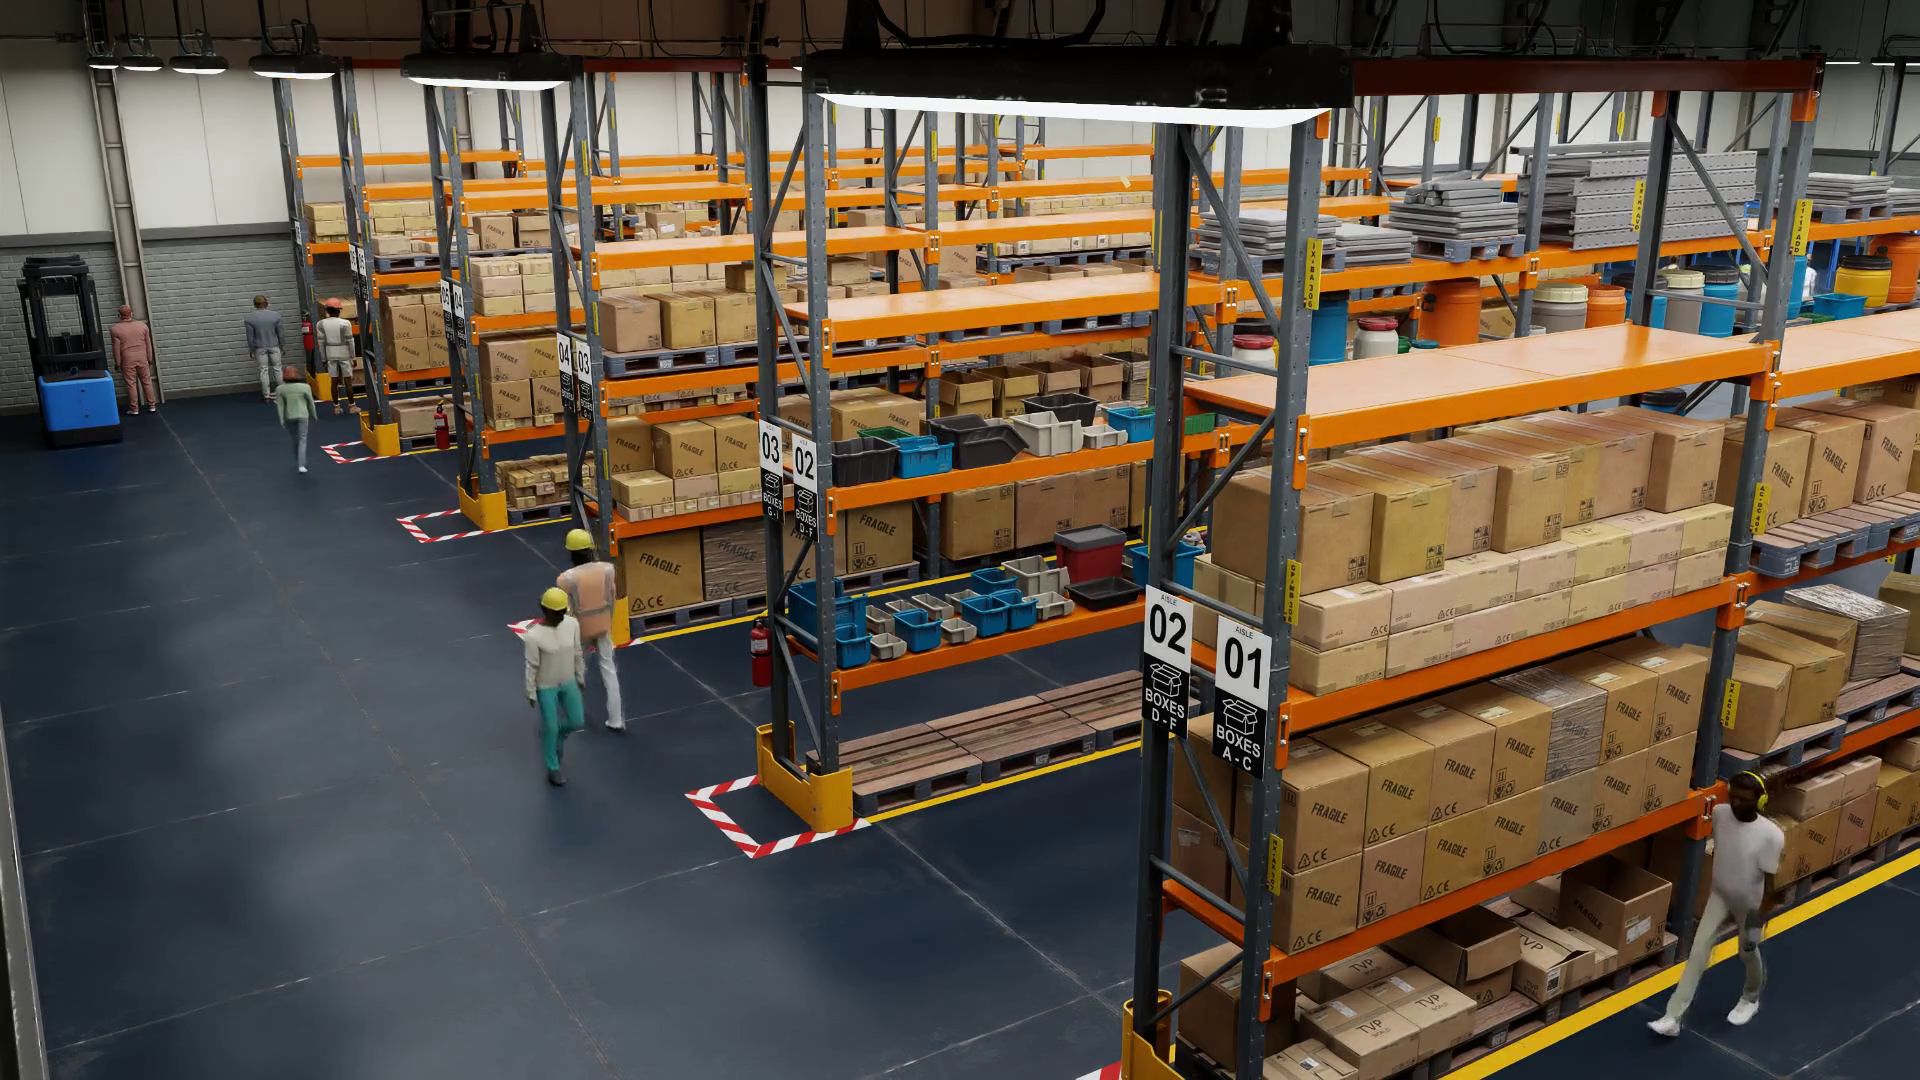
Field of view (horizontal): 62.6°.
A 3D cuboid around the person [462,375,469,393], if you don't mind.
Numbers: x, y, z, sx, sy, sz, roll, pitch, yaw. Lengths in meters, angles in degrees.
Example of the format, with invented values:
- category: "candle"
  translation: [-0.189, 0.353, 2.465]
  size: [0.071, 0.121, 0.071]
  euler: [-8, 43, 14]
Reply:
- category: "person"
  translation: [-8.666, -3.268, 27.908]
  size: [0.548, 1.907, 0.843]
  euler: [8, 19, 26]

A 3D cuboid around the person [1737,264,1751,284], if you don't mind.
- category: "person"
  translation: [16.709, -4.960, 33.610]
  size: [0.742, 1.802, 0.614]
  euler: [-5, 18, -16]

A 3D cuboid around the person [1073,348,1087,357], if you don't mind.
- category: "person"
  translation: [1.811, -1.949, 23.646]
  size: [0.594, 1.862, 0.597]
  euler: [-11, 20, -32]

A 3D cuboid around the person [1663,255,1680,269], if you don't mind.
- category: "person"
  translation: [15.972, -5.525, 35.411]
  size: [0.551, 1.834, 0.432]
  euler: [15, 23, 41]

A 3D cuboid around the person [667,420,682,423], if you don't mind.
- category: "person"
  translation: [-4.306, -2.073, 23.952]
  size: [0.635, 1.915, 0.563]
  euler: [-12, 21, -34]

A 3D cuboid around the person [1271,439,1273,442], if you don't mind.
- category: "person"
  translation: [4.678, -2.036, 24.023]
  size: [0.985, 1.815, 0.507]
  euler: [-9, 19, -26]

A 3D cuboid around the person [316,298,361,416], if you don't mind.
- category: "person"
  translation: [-10.782, -3.180, 27.396]
  size: [0.605, 2.034, 0.392]
  euler: [-1, 17, -2]

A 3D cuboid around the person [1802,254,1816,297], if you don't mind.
- category: "person"
  translation: [18.654, -5.417, 34.948]
  size: [0.542, 1.905, 0.727]
  euler: [-3, 17, -10]

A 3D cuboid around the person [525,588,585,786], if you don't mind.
- category: "person"
  translation: [-3.439, 1.223, 13.427]
  size: [0.551, 1.742, 0.411]
  euler: [-16, 23, -42]

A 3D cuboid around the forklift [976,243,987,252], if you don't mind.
- category: "forklift"
  translation: [0.988, -5.474, 34.718]
  size: [1.214, 2.155, 2.313]
  euler: [-10, 20, -31]

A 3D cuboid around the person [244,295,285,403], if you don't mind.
- category: "person"
  translation: [-12.491, -3.446, 28.441]
  size: [0.627, 1.934, 0.370]
  euler: [-8, 19, -26]

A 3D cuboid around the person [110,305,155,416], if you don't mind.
- category: "person"
  translation: [-14.389, -3.132, 27.451]
  size: [0.407, 1.910, 0.640]
  euler: [16, 23, 42]

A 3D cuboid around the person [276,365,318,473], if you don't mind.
- category: "person"
  translation: [-9.968, -1.834, 23.742]
  size: [0.502, 1.589, 0.871]
  euler: [-2, 17, -7]

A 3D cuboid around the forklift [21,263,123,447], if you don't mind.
- category: "forklift"
  translation: [-14.518, -3.079, 25.708]
  size: [1.129, 2.768, 1.873]
  euler: [-10, 20, -31]

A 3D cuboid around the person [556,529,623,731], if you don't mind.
- category: "person"
  translation: [-3.442, 0.803, 14.614]
  size: [0.593, 1.873, 1.007]
  euler: [-12, 20, -33]

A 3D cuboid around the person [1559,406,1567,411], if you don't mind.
- category: "person"
  translation: [10.079, -2.832, 26.451]
  size: [0.593, 1.920, 0.391]
  euler: [2, 17, 6]

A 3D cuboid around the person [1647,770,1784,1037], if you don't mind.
- category: "person"
  translation: [4.822, 2.286, 9.855]
  size: [1.002, 1.811, 0.518]
  euler: [-11, 20, -32]
